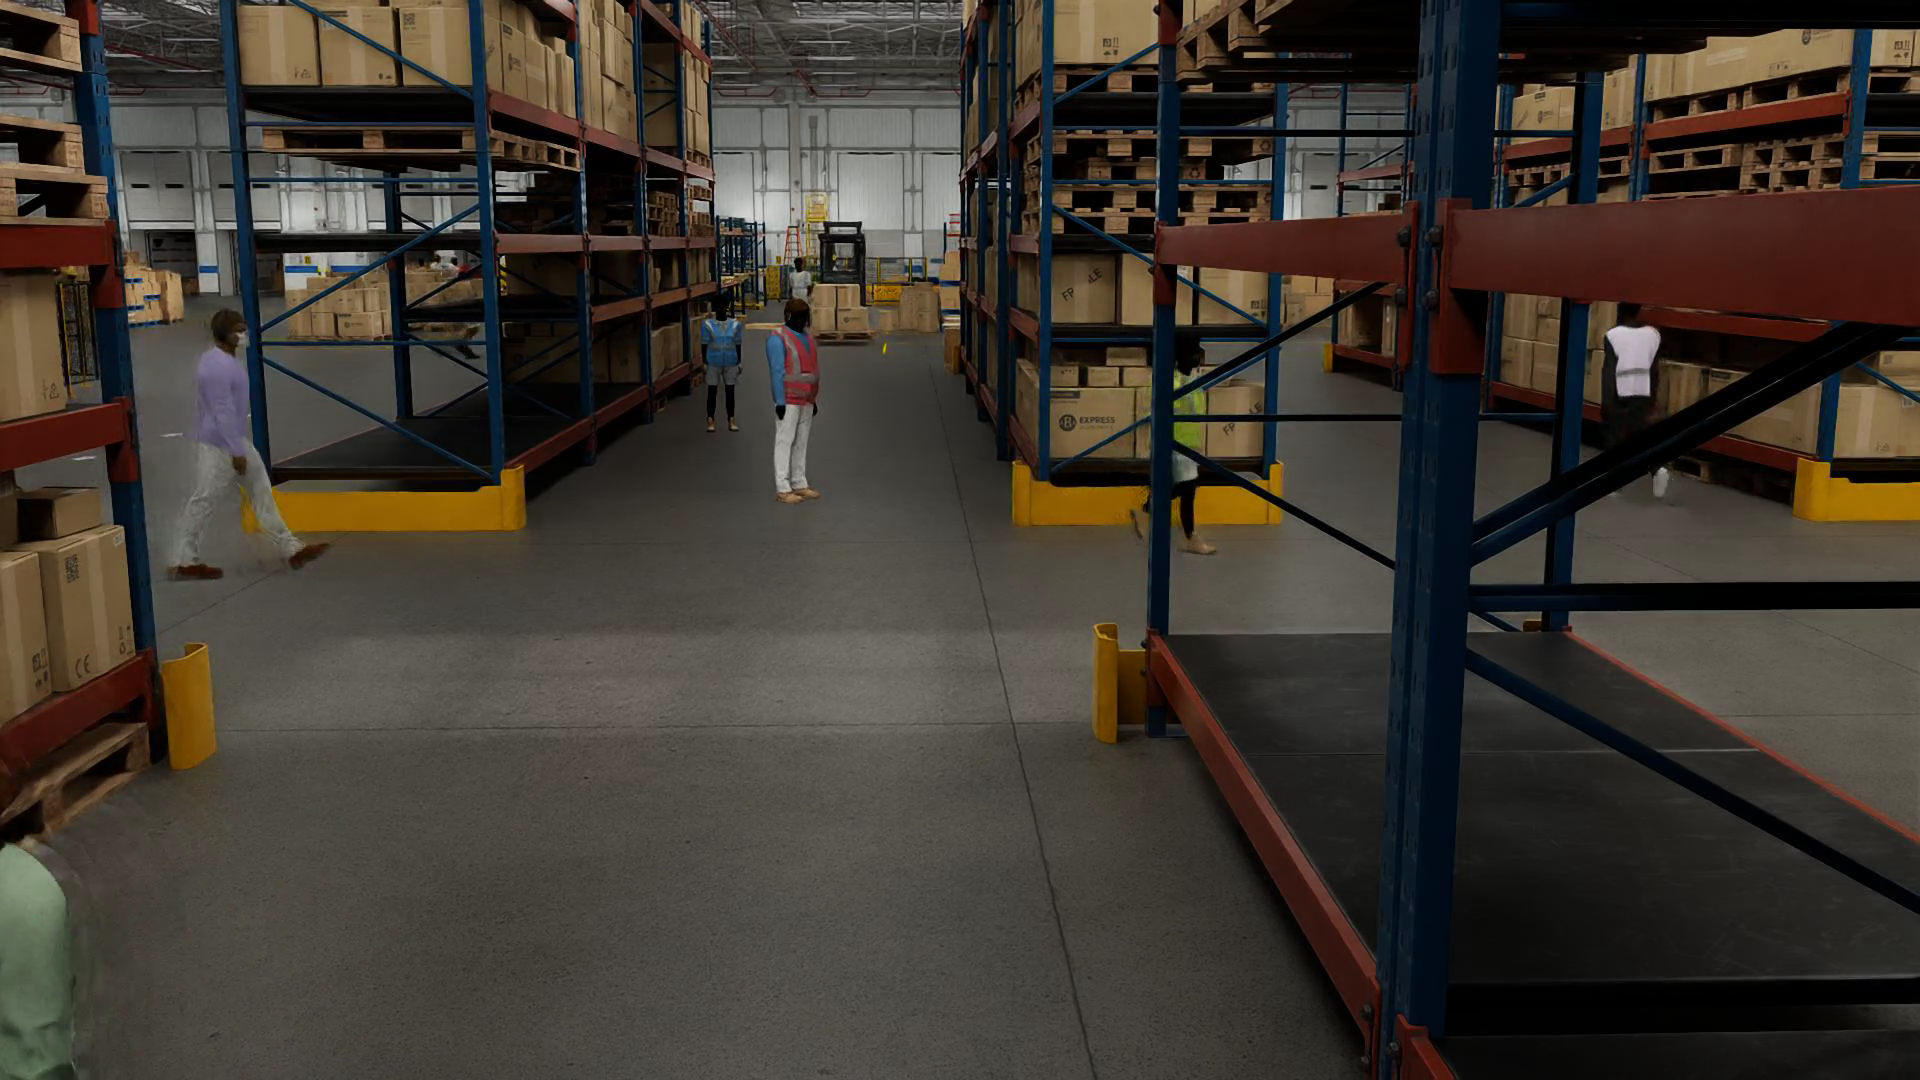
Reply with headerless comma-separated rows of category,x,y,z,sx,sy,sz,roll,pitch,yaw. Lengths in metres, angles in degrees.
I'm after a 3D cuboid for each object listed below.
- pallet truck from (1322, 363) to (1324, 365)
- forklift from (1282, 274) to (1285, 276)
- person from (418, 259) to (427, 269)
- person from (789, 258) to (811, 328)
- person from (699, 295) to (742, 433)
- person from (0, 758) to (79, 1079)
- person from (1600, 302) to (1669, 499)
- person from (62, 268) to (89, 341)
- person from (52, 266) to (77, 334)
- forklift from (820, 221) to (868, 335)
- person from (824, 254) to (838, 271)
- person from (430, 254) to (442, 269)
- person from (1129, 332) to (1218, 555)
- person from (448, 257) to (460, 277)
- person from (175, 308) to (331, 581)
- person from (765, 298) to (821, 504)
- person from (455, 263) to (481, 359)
pallet truck,7.712,-4.157,30.737,1.885,1.965,0.823,3,11,16
forklift,12.240,-10.302,62.509,1.129,2.768,1.873,0,10,-2
person,-20.272,-9.759,62.786,0.321,1.696,0.530,0,10,3
person,-4.128,-6.346,43.088,0.612,1.943,0.763,1,10,7
person,-2.941,-2.173,20.527,0.532,1.697,0.319,-3,11,-19
person,-1.709,1.062,2.758,0.526,1.589,0.817,4,11,19
person,6.128,-1.303,15.124,0.601,1.902,0.763,-3,11,-17
person,-20.901,-5.529,39.123,0.873,1.732,0.530,3,11,15
person,-22.215,-5.890,40.918,1.007,1.814,0.543,-6,12,-28
forklift,-2.829,-6.333,40.400,1.129,2.768,1.873,0,10,-2
person,-4.213,-8.448,54.838,0.380,1.928,0.586,7,13,36
person,-17.033,-8.331,54.193,0.375,1.932,0.621,-8,13,-37
person,1.618,-0.735,12.552,0.682,1.675,0.539,5,11,26
person,-17.796,-9.057,58.620,0.945,1.797,0.639,0,10,1
person,-4.996,-0.656,11.540,1.027,1.878,0.635,-2,10,-12
person,-1.481,-1.256,15.028,0.430,1.839,0.619,5,11,27
person,-9.860,-4.579,33.297,0.441,1.922,0.553,0,10,-1
